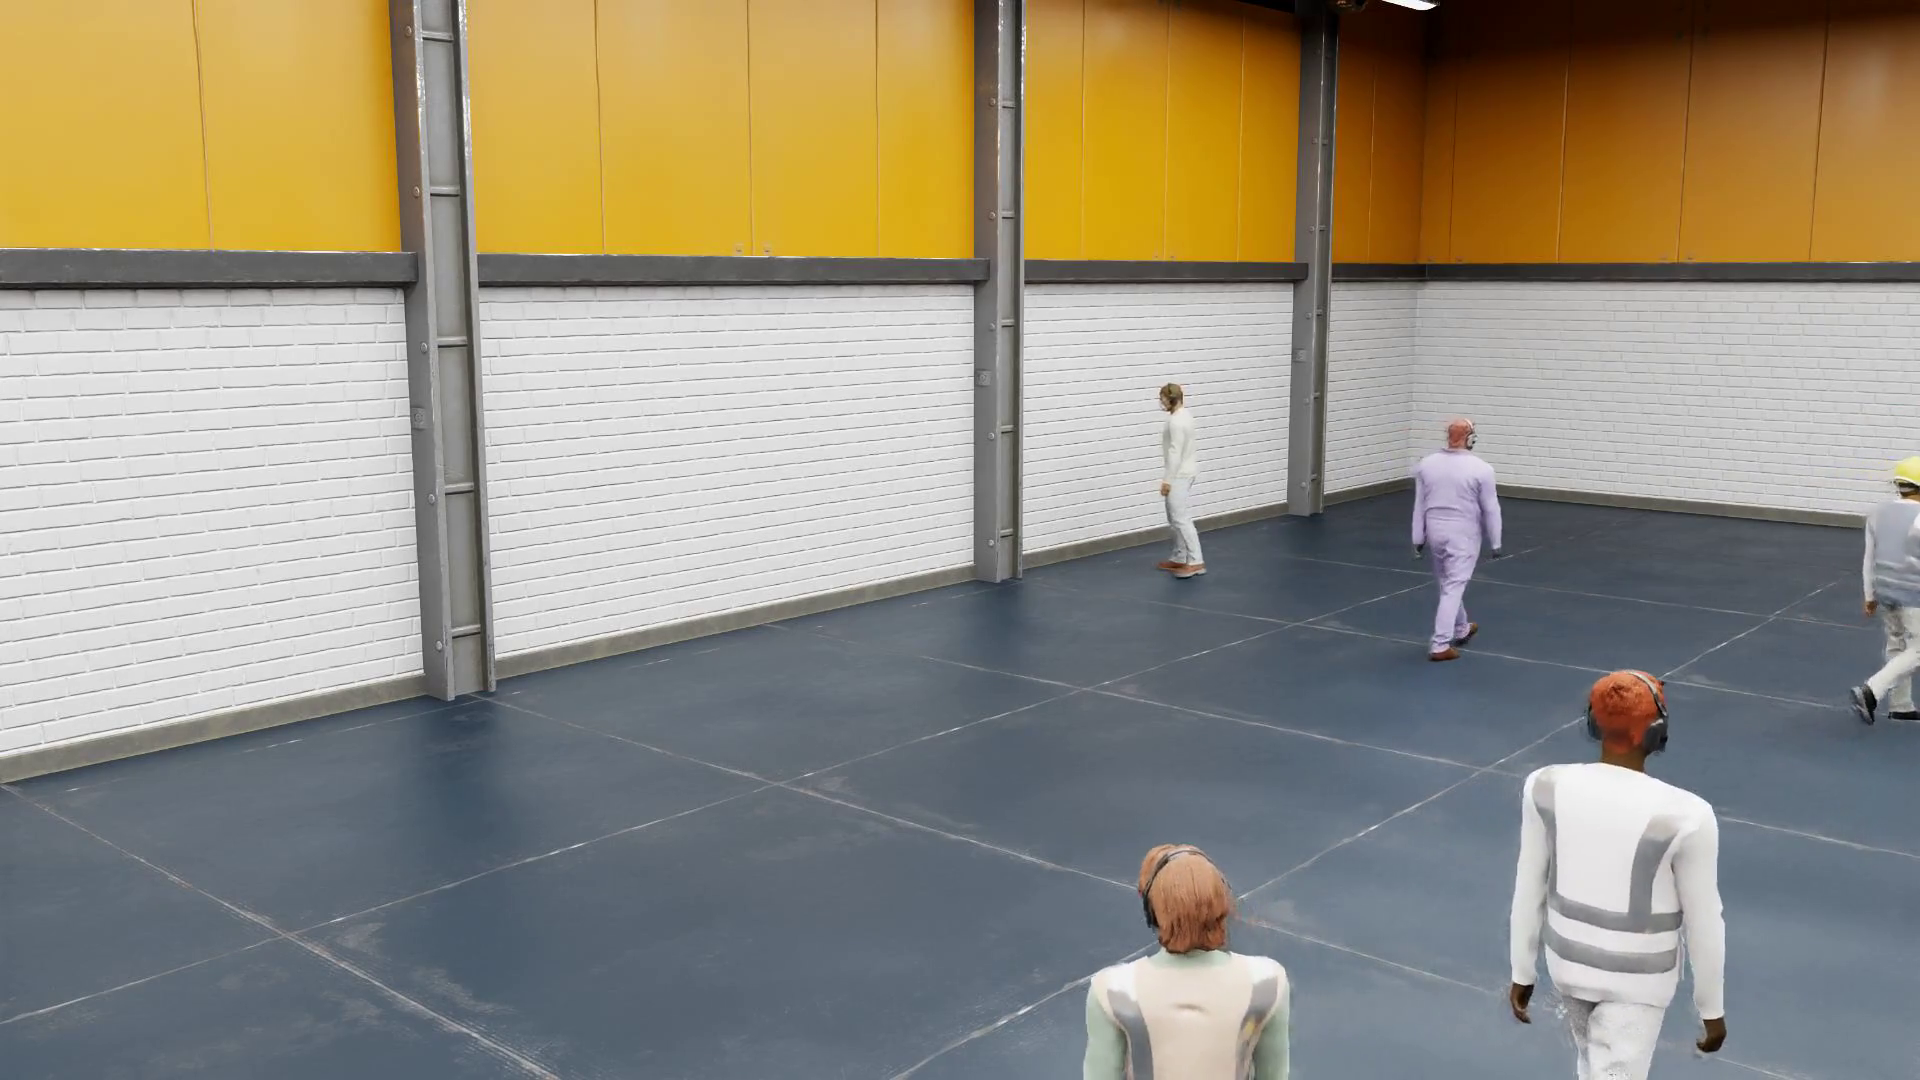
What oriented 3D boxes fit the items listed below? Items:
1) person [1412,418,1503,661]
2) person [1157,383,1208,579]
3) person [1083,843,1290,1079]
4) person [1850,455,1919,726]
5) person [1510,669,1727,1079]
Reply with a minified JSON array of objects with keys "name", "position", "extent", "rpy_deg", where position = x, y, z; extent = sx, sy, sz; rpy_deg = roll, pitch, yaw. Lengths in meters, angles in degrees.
[{"name":"person","position":[3.949,-0.019,13.032],"extent":[0.976,1.861,0.657],"rpy_deg":[-8,12,-41]},{"name":"person","position":[2.211,-0.583,16.444],"extent":[0.564,1.913,0.841],"rpy_deg":[2,9,13]},{"name":"person","position":[0.551,1.537,4.003],"extent":[0.523,1.616,0.685],"rpy_deg":[0,9,0]},{"name":"person","position":[6.138,0.351,10.848],"extent":[0.675,1.816,0.603],"rpy_deg":[-2,9,-15]},{"name":"person","position":[1.904,1.292,4.903],"extent":[0.986,1.843,0.584],"rpy_deg":[-8,12,-40]}]
